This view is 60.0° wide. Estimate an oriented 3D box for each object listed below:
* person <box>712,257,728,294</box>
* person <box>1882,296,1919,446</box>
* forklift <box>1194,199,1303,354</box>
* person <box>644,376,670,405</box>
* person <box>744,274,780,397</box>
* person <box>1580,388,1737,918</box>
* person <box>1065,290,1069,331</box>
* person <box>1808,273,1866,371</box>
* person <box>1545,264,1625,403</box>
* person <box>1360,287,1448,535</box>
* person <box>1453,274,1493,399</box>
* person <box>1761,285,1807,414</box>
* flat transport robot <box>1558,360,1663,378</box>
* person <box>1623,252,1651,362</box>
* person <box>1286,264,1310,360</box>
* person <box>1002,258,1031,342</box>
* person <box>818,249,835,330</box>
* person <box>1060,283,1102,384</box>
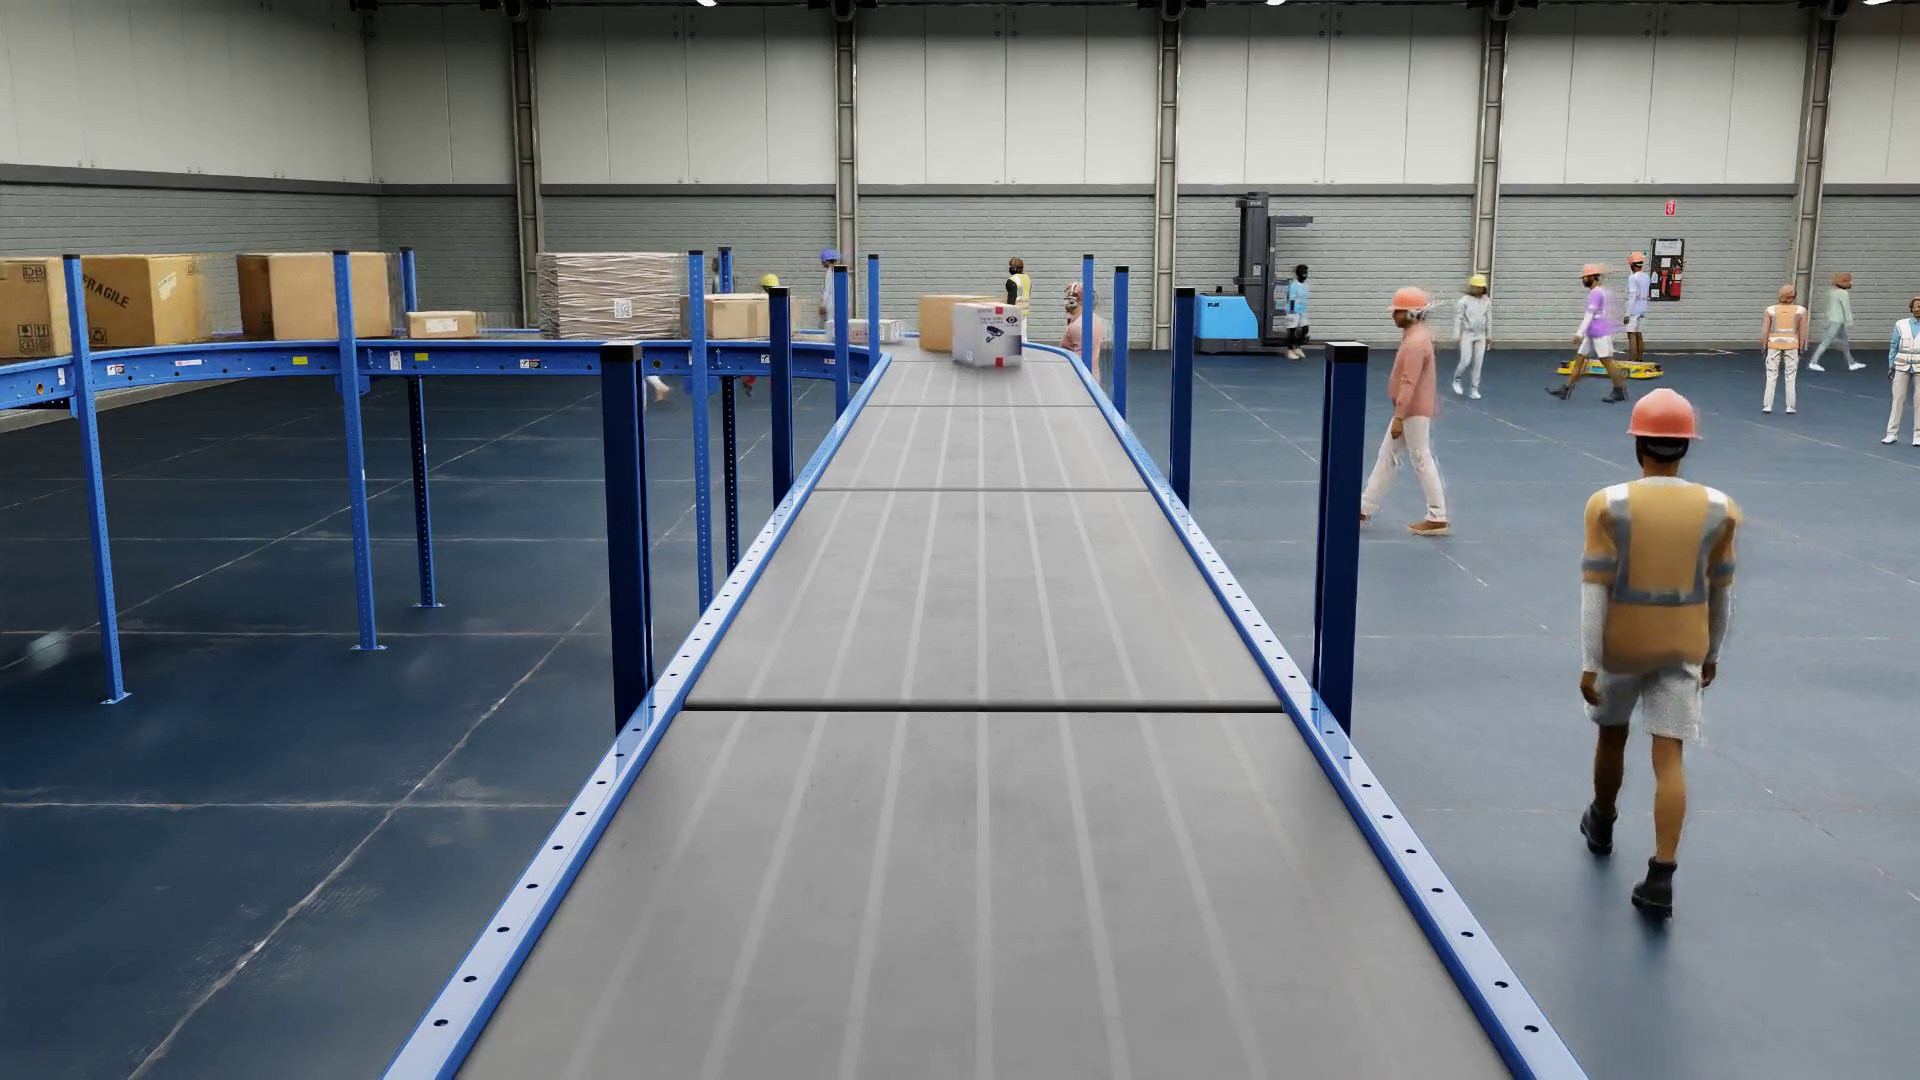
[{"bbox_3d":[-4.237,-4.073,29.282,0.984,1.792,0.534,4,12,19],"label":"person"},{"bbox_3d":[10.524,-1.869,18.360,0.514,1.642,0.310,10,15,41],"label":"person"},{"bbox_3d":[5.313,-4.851,30.603,1.873,2.768,1.129,0,11,1],"label":"forklift"},{"bbox_3d":[-4.161,-2.605,21.680,0.520,1.829,0.632,2,11,8],"label":"person"},{"bbox_3d":[-2.632,-2.738,22.578,0.665,1.745,0.530,10,15,42],"label":"person"},{"bbox_3d":[2.565,0.384,6.178,0.550,1.882,1.021,2,11,11],"label":"person"},{"bbox_3d":[1.224,-1.594,16.454,0.875,1.839,0.519,9,14,40],"label":"person"},{"bbox_3d":[14.371,-3.555,27.177,0.898,1.585,0.500,3,11,14],"label":"person"},{"bbox_3d":[8.603,-2.814,22.646,1.048,1.865,0.557,3,11,15],"label":"person"},{"bbox_3d":[3.470,-1.024,13.223,0.942,1.943,0.646,2,11,10],"label":"person"},{"bbox_3d":[7.109,-2.824,23.048,0.519,1.722,0.446,-2,11,-12],"label":"person"},{"bbox_3d":[10.523,-2.437,21.278,0.515,1.641,0.314,6,12,26],"label":"person"},{"bbox_3d":[10.342,-2.731,26.433,1.431,0.197,0.652,9,14,38],"label":"flat transport robot"},{"bbox_3d":[10.972,-3.715,27.093,0.552,1.930,0.371,-10,15,-41],"label":"person"},{"bbox_3d":[5.937,-4.002,29.236,0.531,1.667,0.426,-9,14,-39],"label":"person"},{"bbox_3d":[0.902,-3.640,26.944,0.429,1.843,0.628,6,13,28],"label":"person"},{"bbox_3d":[-2.349,-4.114,29.151,0.560,1.930,0.617,0,11,-1],"label":"person"},{"bbox_3d":[1.089,-1.416,15.362,0.403,1.904,0.637,3,11,14],"label":"person"}]
